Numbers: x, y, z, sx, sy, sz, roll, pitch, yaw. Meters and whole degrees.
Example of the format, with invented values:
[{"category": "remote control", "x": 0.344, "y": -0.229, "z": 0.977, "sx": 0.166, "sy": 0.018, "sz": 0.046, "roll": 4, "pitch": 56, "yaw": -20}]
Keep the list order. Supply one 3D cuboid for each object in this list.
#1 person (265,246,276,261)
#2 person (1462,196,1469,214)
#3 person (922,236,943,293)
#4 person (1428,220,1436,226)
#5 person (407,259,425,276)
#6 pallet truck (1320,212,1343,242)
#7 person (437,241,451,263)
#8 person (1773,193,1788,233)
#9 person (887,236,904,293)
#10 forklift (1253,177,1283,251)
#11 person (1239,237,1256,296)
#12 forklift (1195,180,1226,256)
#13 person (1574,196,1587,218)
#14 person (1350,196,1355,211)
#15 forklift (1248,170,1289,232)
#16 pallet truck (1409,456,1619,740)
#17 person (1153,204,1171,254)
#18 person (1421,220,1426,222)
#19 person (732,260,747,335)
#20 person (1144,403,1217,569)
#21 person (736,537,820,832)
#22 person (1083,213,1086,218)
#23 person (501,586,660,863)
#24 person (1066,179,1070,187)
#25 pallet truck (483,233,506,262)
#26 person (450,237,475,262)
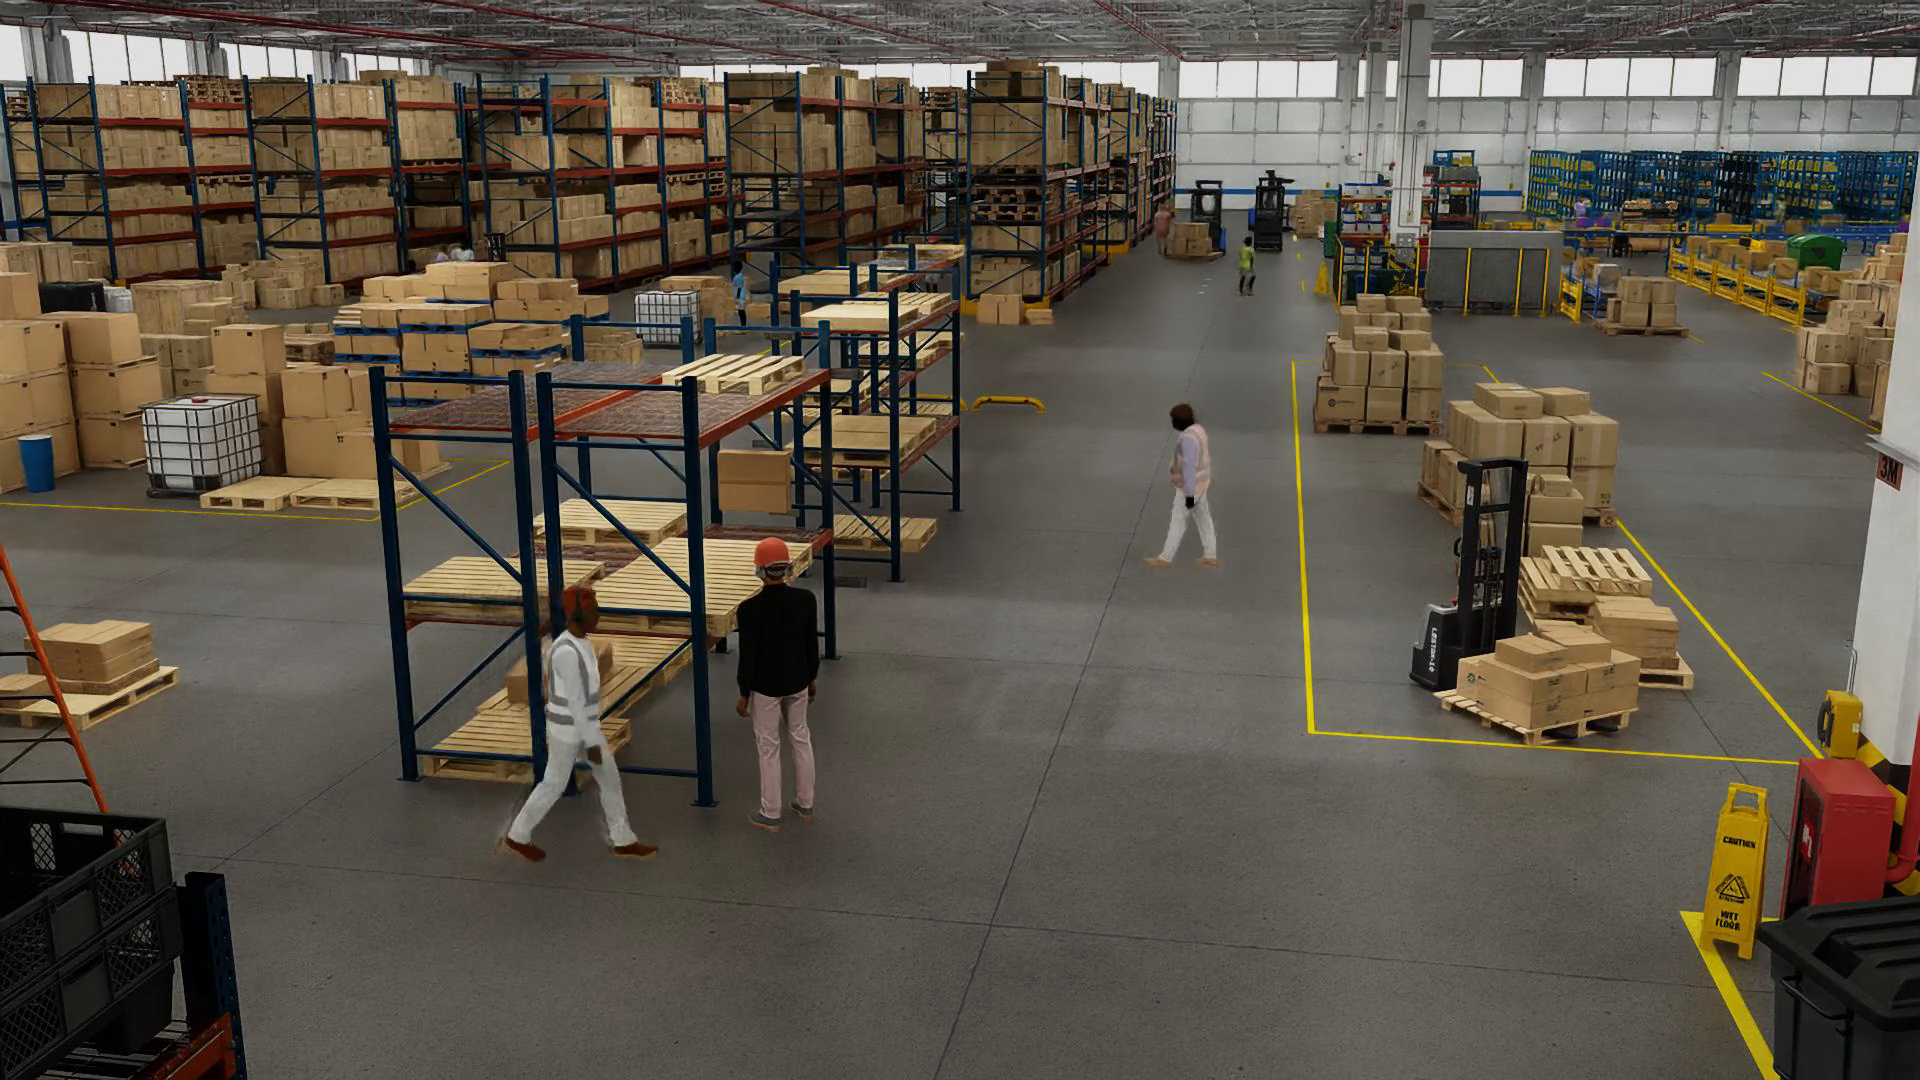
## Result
[{"category": "person", "x": -21.122, "y": -8.670, "z": 51.004, "sx": 0.518, "sy": 1.619, "sz": 0.581, "roll": 4, "pitch": 14, "yaw": 15}, {"category": "person", "x": 22.110, "y": -14.210, "z": 73.050, "sx": 0.586, "sy": 1.834, "sz": 0.403, "roll": 5, "pitch": 15, "yaw": 19}, {"category": "person", "x": -0.746, "y": -7.061, "z": 43.917, "sx": 0.567, "sy": 1.883, "sz": 0.972, "roll": 2, "pitch": 14, "yaw": 7}, {"category": "person", "x": 18.765, "y": -12.447, "z": 65.817, "sx": 1.048, "sy": 1.882, "sz": 0.627, "roll": 8, "pitch": 16, "yaw": 30}, {"category": "person", "x": -11.795, "y": -5.167, "z": 36.244, "sx": 0.923, "sy": 1.887, "sz": 0.599, "roll": 11, "pitch": 17, "yaw": 37}, {"category": "pallet truck", "x": 15.874, "y": -13.227, "z": 70.310, "sx": 0.680, "sy": 1.201, "sz": 1.601, "roll": 10, "pitch": 17, "yaw": 35}, {"category": "person", "x": -13.045, "y": -6.568, "z": 41.885, "sx": 0.881, "sy": 1.911, "sz": 0.633, "roll": -2, "pitch": 14, "yaw": -8}, {"category": "person", "x": 37.358, "y": -14.865, "z": 75.738, "sx": 0.621, "sy": 1.815, "sz": 0.424, "roll": 2, "pitch": 14, "yaw": 7}, {"category": "person", "x": -1.753, "y": -7.181, "z": 44.438, "sx": 0.663, "sy": 1.860, "sz": 0.946, "roll": 3, "pitch": 14, "yaw": 14}, {"category": "forklift", "x": 12.083, "y": -12.747, "z": 64.956, "sx": 1.129, "sy": 2.768, "sz": 1.873, "roll": 3, "pitch": 14, "yaw": 10}, {"category": "person", "x": 8.170, "y": -7.740, "z": 47.095, "sx": 0.633, "sy": 1.671, "sz": 0.552, "roll": -9, "pitch": 17, "yaw": -33}, {"category": "forklift", "x": 9.126, "y": -11.830, "z": 61.233, "sx": 1.129, "sy": 2.768, "sz": 1.873, "roll": 5, "pitch": 15, "yaw": 20}, {"category": "person", "x": 26.910, "y": -14.015, "z": 72.234, "sx": 0.567, "sy": 1.846, "sz": 0.389, "roll": -3, "pitch": 14, "yaw": -11}, {"category": "person", "x": 20.655, "y": -17.766, "z": 87.699, "sx": 0.485, "sy": 1.735, "sz": 0.347, "roll": -11, "pitch": 18, "yaw": -38}, {"category": "forklift", "x": 14.311, "y": -15.675, "z": 76.845, "sx": 1.873, "sy": 2.768, "sz": 1.129, "roll": 3, "pitch": 14, "yaw": 10}, {"category": "pallet truck", "x": 4.504, "y": 0.400, "z": 13.395, "sx": 0.823, "sy": 1.965, "sz": 1.885, "roll": -6, "pitch": 15, "yaw": -23}, {"category": "person", "x": 7.669, "y": -11.837, "z": 63.330, "sx": 0.641, "sy": 1.881, "sz": 0.429, "roll": -2, "pitch": 14, "yaw": -9}, {"category": "person", "x": 18.149, "y": -12.322, "z": 65.720, "sx": 0.536, "sy": 1.671, "sz": 0.496, "roll": 9, "pitch": 17, "yaw": 33}, {"category": "person", "x": -5.074, "y": -5.576, "z": 38.278, "sx": 0.321, "sy": 1.697, "sz": 0.529, "roll": 0, "pitch": 14, "yaw": 0}, {"category": "person", "x": 2.400, "y": -0.560, "z": 17.743, "sx": 0.668, "sy": 1.825, "sz": 0.670, "roll": 4, "pitch": 14, "yaw": 17}, {"category": "person", "x": -1.228, "y": 0.958, "z": 11.136, "sx": 0.619, "sy": 1.992, "sz": 0.396, "roll": -10, "pitch": 17, "yaw": -36}, {"category": "person", "x": 5.783, "y": -15.443, "z": 77.907, "sx": 0.401, "sy": 1.910, "sz": 0.642, "roll": -8, "pitch": 16, "yaw": -29}, {"category": "person", "x": -2.486, "y": 1.190, "z": 10.551, "sx": 0.978, "sy": 1.846, "sz": 0.588, "roll": 1, "pitch": 14, "yaw": 3}, {"category": "person", "x": 6.056, "y": -19.730, "z": 95.376, "sx": 1.006, "sy": 1.893, "sz": 0.552, "roll": 5, "pitch": 15, "yaw": 18}, {"category": "pallet truck", "x": -11.832, "y": -7.026, "z": 43.548, "sx": 1.885, "sy": 1.965, "sz": 0.823, "roll": 8, "pitch": 16, "yaw": 28}, {"category": "person", "x": -13.031, "y": -6.988, "z": 43.588, "sx": 0.642, "sy": 1.909, "sz": 1.007, "roll": -9, "pitch": 16, "yaw": -32}]
